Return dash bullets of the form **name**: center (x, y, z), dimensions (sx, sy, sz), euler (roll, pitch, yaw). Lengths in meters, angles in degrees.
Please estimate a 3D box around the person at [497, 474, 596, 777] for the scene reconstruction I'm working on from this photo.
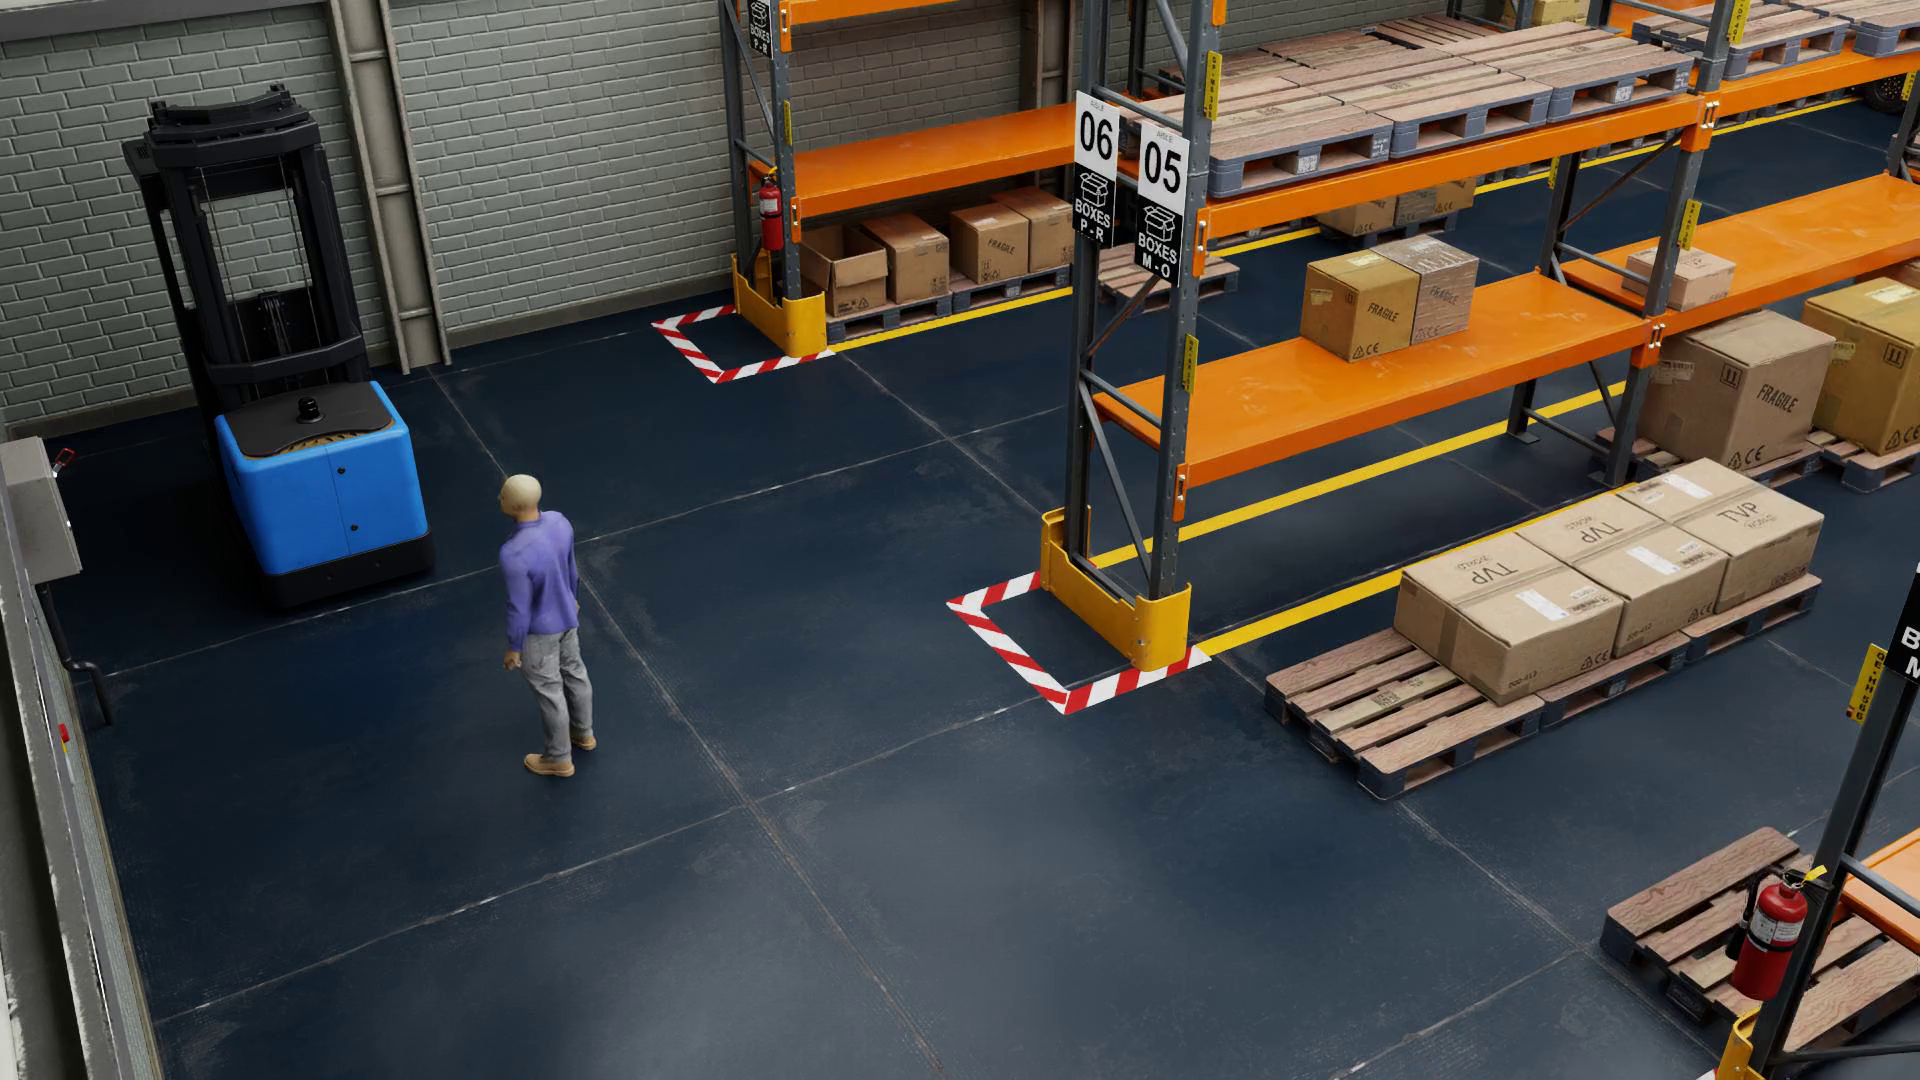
- **person**: center (-2.173, 0.448, 8.760), dimensions (0.386, 1.799, 0.603), euler (12, 34, 18)

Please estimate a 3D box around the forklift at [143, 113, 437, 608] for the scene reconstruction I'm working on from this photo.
- **forklift**: center (-4.289, -1.259, 10.509), dimensions (1.129, 2.768, 1.873), euler (-17, 36, -26)

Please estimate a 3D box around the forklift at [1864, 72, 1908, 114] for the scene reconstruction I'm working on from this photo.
- **forklift**: center (11.468, -5.645, 18.244), dimensions (1.214, 2.155, 2.313), euler (-17, 36, -26)
